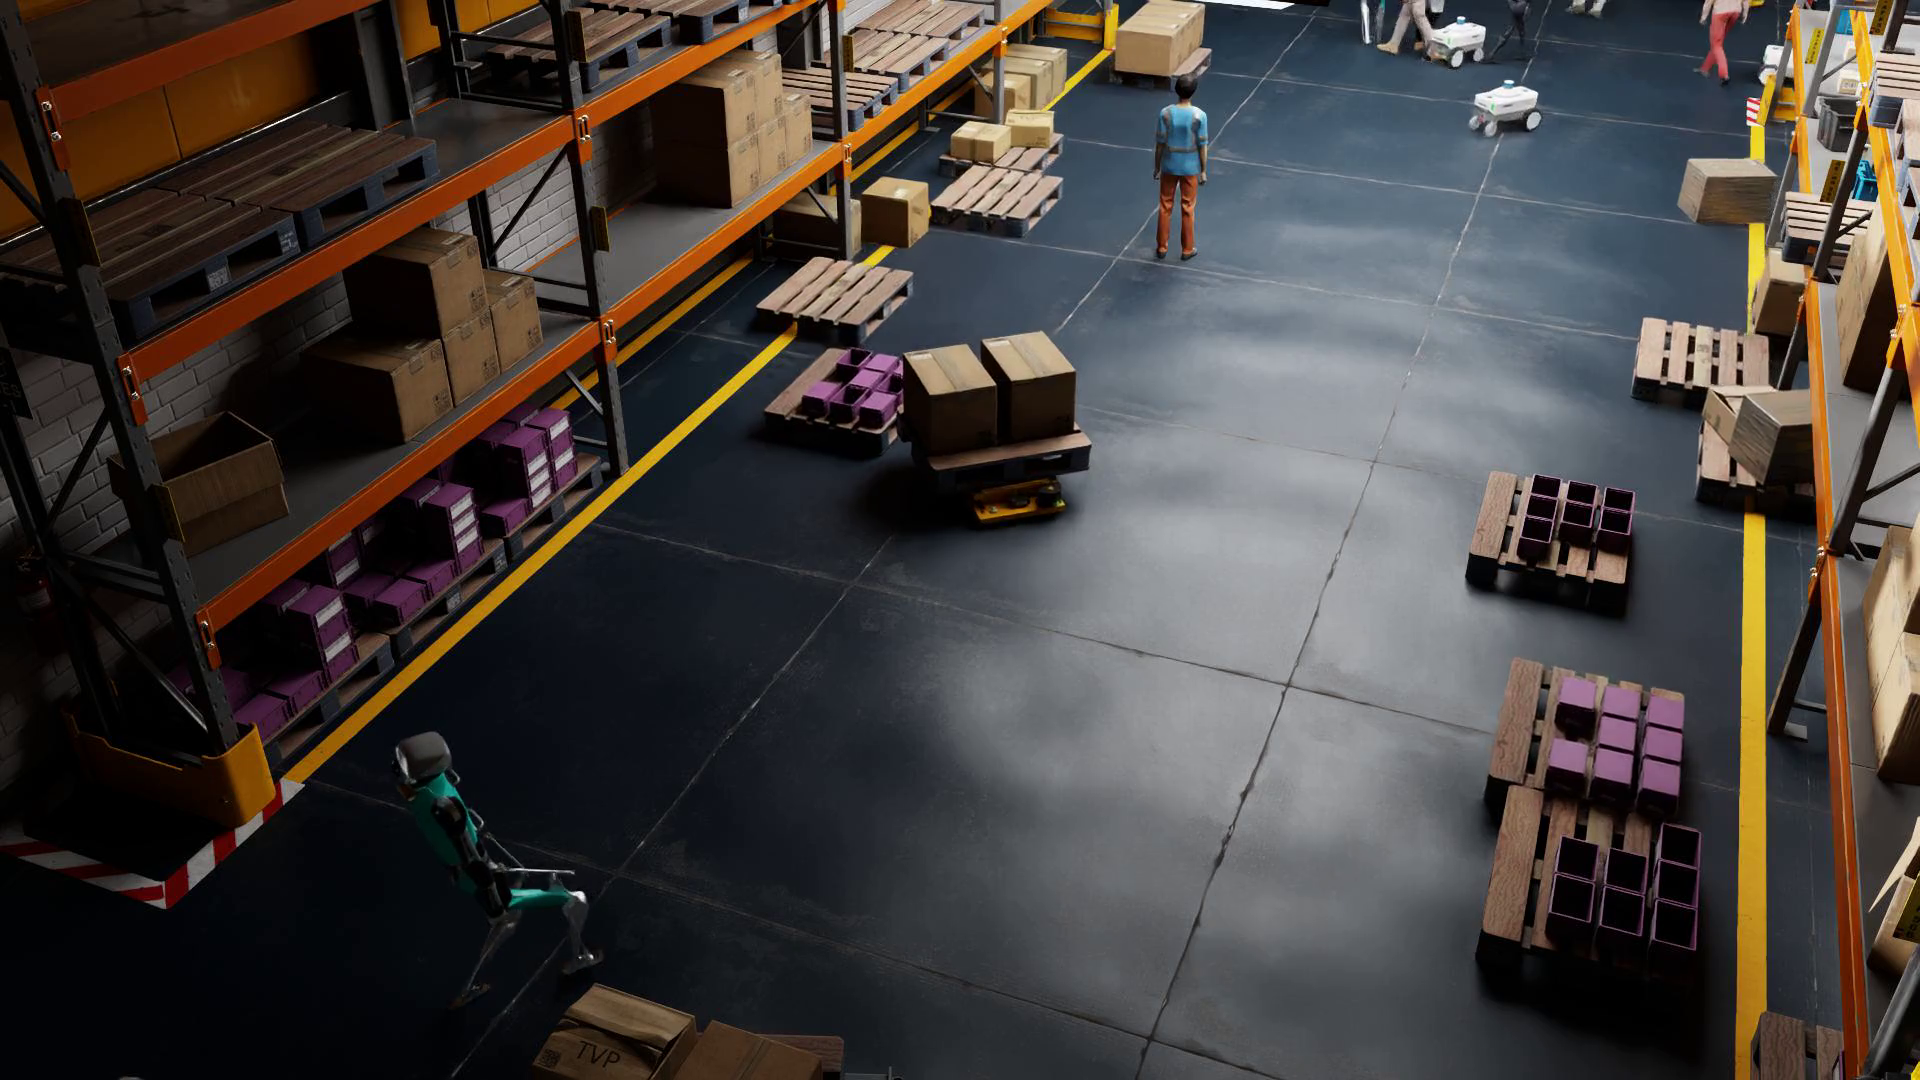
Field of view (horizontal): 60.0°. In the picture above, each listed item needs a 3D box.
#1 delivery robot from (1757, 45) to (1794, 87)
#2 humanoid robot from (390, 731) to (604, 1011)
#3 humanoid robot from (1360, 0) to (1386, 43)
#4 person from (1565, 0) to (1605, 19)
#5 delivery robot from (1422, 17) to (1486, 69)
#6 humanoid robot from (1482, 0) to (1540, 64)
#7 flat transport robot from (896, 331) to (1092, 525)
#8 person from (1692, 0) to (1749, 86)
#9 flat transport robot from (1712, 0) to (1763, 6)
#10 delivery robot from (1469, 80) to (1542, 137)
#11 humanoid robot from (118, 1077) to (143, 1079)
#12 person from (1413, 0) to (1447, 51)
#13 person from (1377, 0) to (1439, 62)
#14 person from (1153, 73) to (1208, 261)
[{"bbox_3d":[10.181,-5.814,20.340,0.811,0.610,0.499,16,36,23],"label":"delivery robot"},{"bbox_3d":[-2.108,1.515,7.938,0.942,1.772,0.533,-26,41,-34],"label":"humanoid robot"},{"bbox_3d":[5.410,-7.235,21.529,0.550,1.892,0.742,3,33,4],"label":"humanoid robot"},{"bbox_3d":[8.681,-8.086,22.620,0.538,1.879,0.615,-14,36,-21],"label":"person"},{"bbox_3d":[6.304,-6.317,21.121,0.816,0.612,0.499,-20,38,-27],"label":"delivery robot"},{"bbox_3d":[7.028,-6.785,20.825,0.782,1.626,0.596,-1,33,-2],"label":"humanoid robot"},{"bbox_3d":[0.235,-0.584,12.495,0.659,0.231,1.431,-10,34,-15],"label":"flat transport robot"},{"bbox_3d":[9.302,-6.383,20.136,0.534,1.719,0.765,-7,34,-11],"label":"person"},{"bbox_3d":[10.790,-7.911,23.834,0.659,0.231,1.431,-7,34,-11],"label":"flat transport robot"},{"bbox_3d":[6.229,-4.943,18.969,0.765,0.585,0.499,-15,36,-22],"label":"delivery robot"},{"bbox_3d":[-2.892,2.724,6.014,0.549,1.738,0.968,4,33,7],"label":"humanoid robot"},{"bbox_3d":[6.054,-7.028,21.157,0.320,1.692,0.531,-9,34,-13],"label":"person"},{"bbox_3d":[5.820,-6.958,21.004,0.859,1.735,0.464,18,37,26],"label":"person"},{"bbox_3d":[2.065,-3.490,15.613,0.508,1.763,0.304,9,34,13],"label":"person"}]
